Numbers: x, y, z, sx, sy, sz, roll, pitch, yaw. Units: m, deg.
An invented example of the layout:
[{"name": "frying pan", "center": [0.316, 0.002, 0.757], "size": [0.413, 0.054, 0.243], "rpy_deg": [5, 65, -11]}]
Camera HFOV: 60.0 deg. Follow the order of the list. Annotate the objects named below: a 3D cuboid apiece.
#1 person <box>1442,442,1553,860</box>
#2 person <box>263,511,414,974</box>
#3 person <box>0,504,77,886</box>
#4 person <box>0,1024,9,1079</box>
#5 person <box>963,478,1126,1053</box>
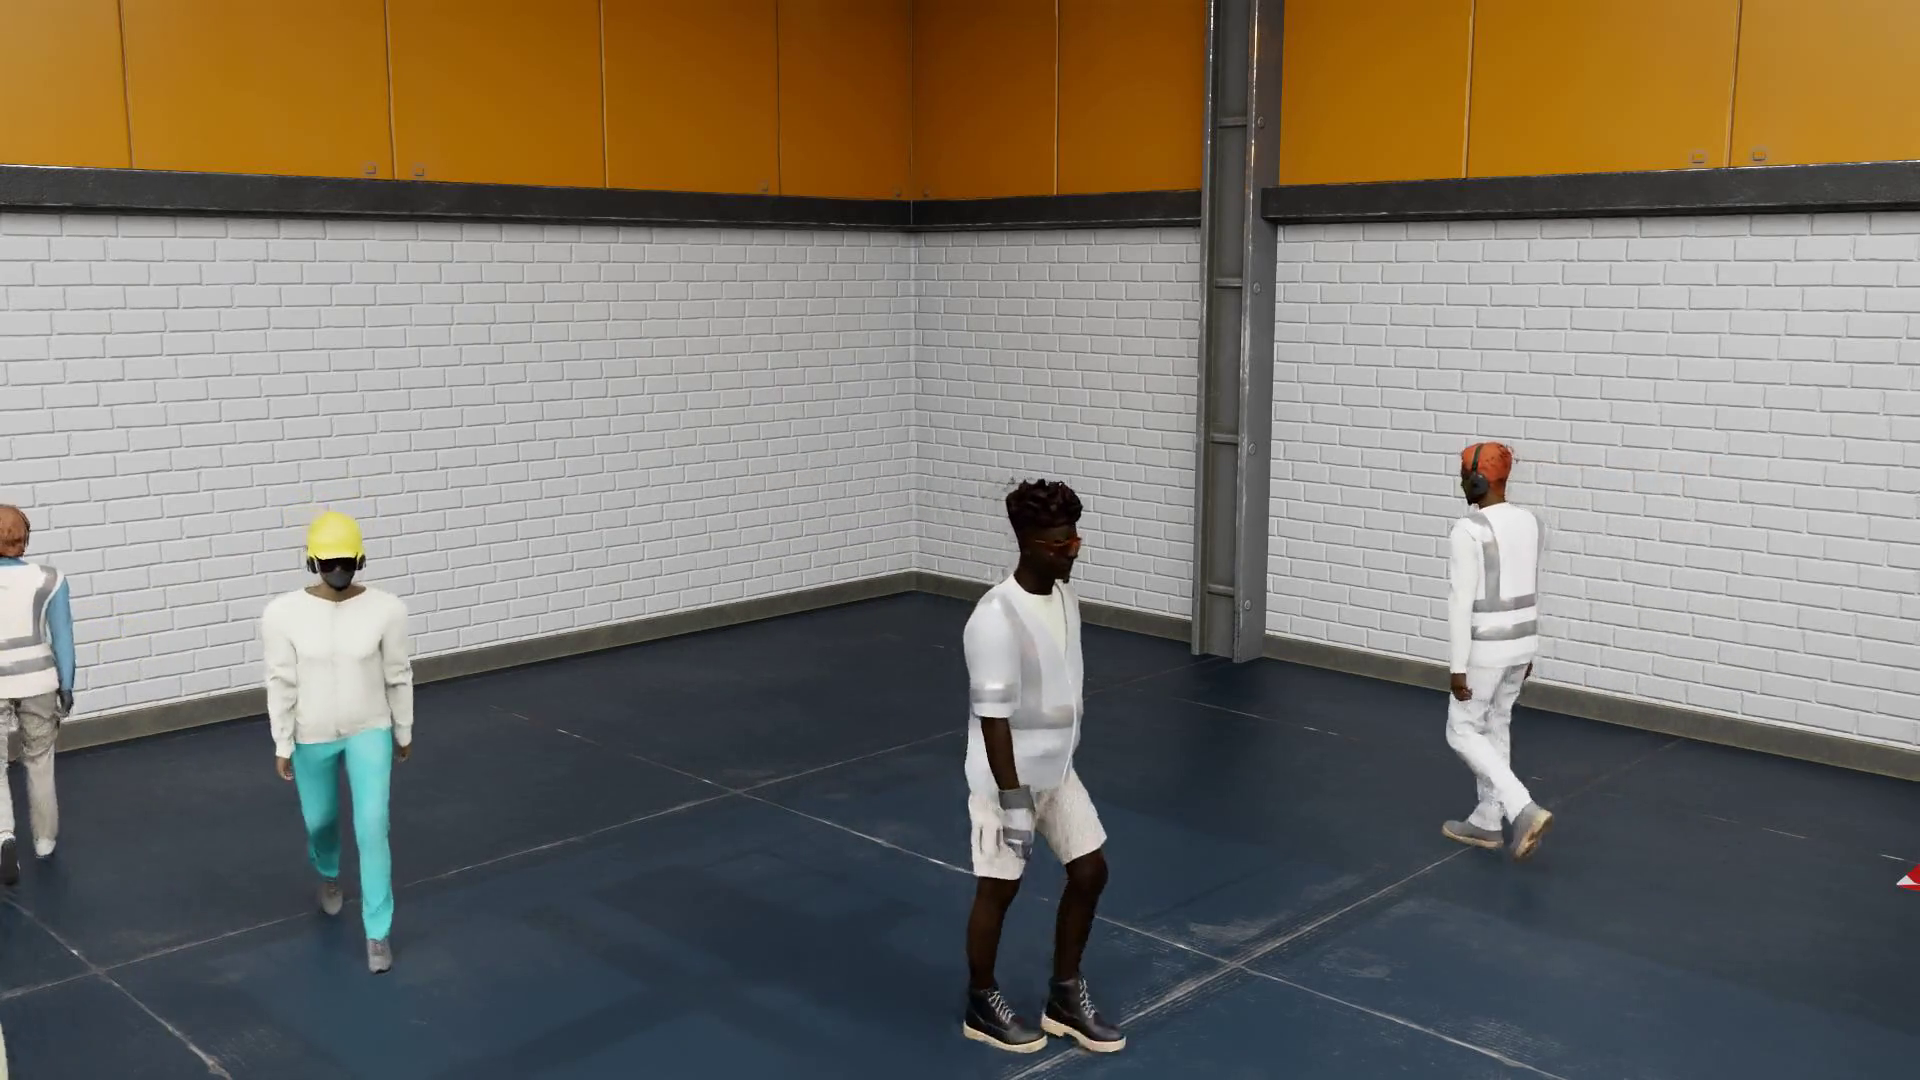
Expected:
[{"name": "person", "center": [2.389, 0.501, 7.279], "size": [0.611, 1.864, 0.597], "rpy_deg": [-6, 11, -31]}, {"name": "person", "center": [-2.378, 0.710, 6.406], "size": [0.523, 1.730, 0.824], "rpy_deg": [-4, 10, -21]}, {"name": "person", "center": [-4.060, 0.652, 7.119], "size": [0.520, 1.615, 0.691], "rpy_deg": [-6, 11, -31]}, {"name": "person", "center": [-2.190, 1.199, 3.166], "size": [0.587, 1.809, 0.605], "rpy_deg": [1, 9, 5]}, {"name": "person", "center": [0.290, 0.765, 5.407], "size": [0.701, 1.940, 0.639], "rpy_deg": [6, 11, 33]}]
